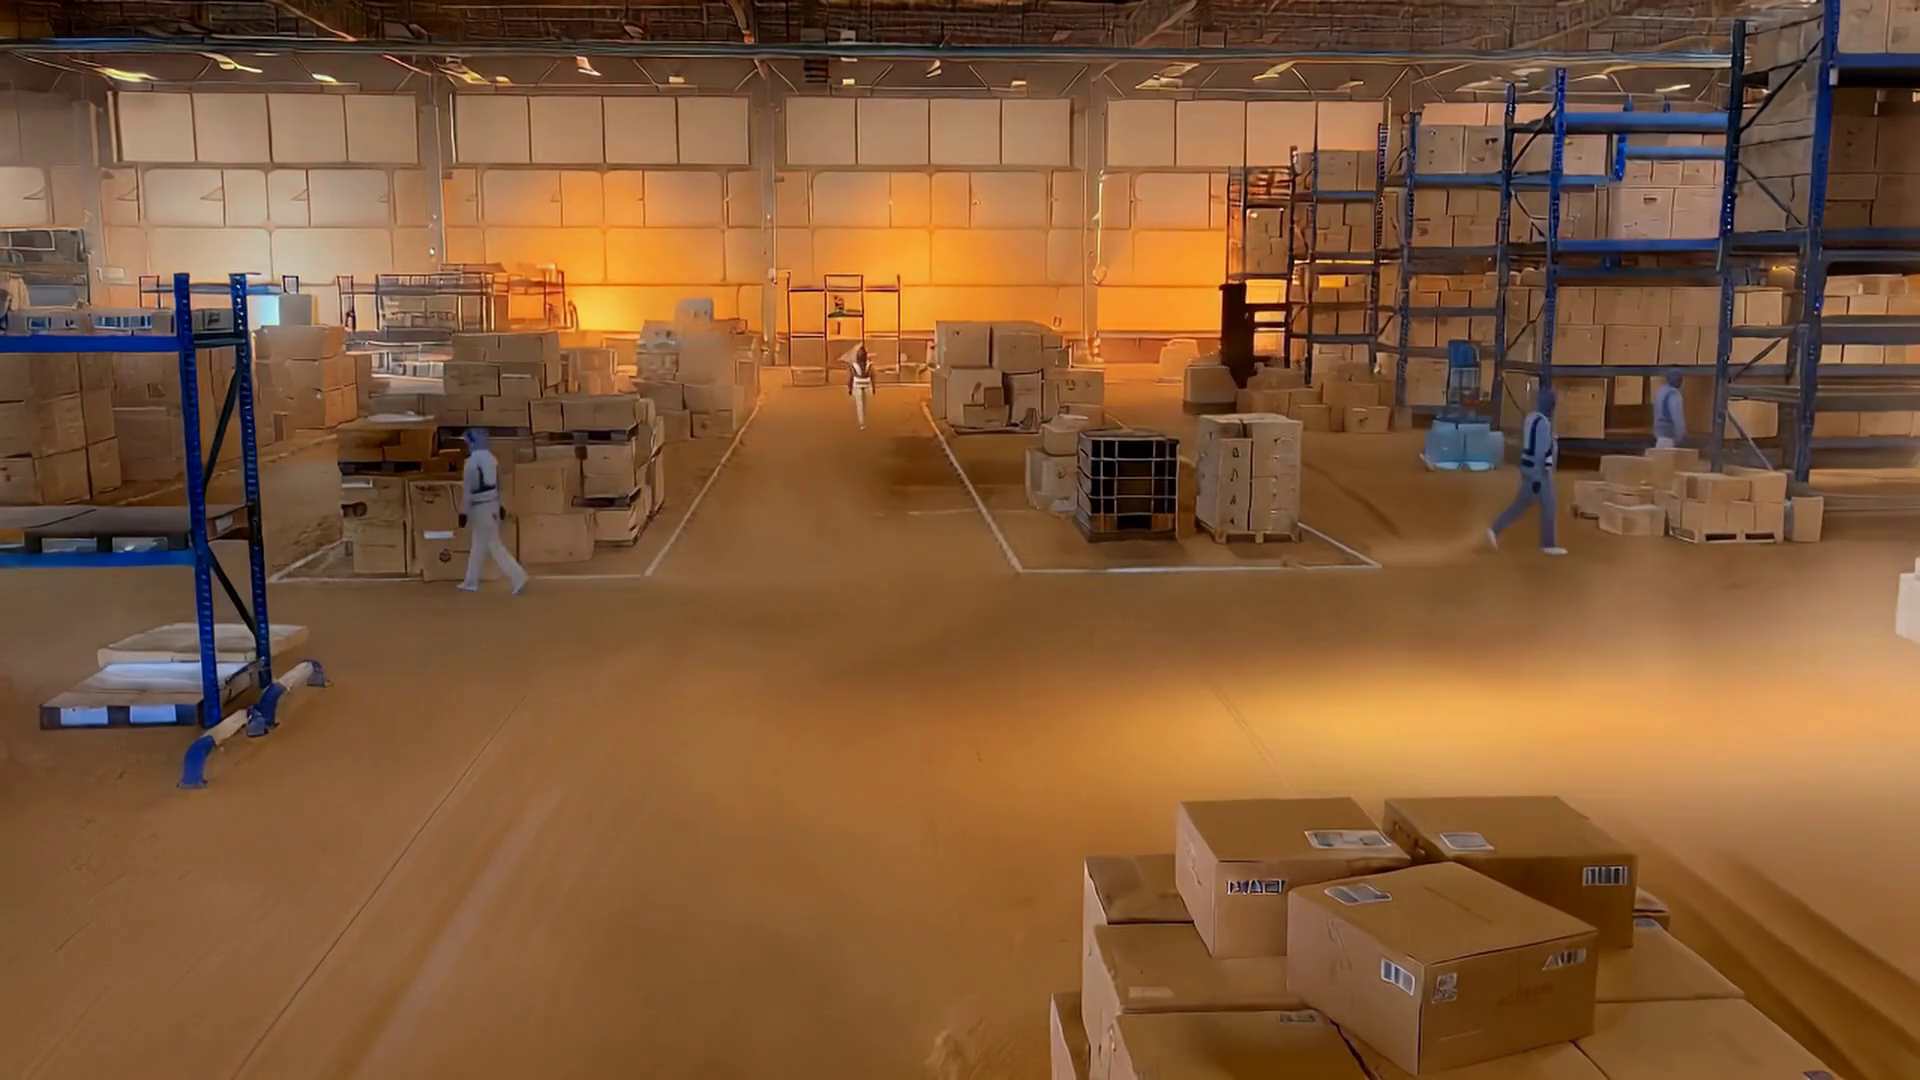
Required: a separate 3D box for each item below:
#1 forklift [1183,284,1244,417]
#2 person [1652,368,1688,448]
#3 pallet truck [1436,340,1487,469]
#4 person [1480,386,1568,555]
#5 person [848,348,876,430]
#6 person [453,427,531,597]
[{"bbox_3d":[5.785,-4.066,35.561,1.873,2.768,1.129,0,9,-1],"label":"forklift"},{"bbox_3d":[9.304,-1.370,21.977,0.805,1.814,0.628,0,9,2],"label":"person"},{"bbox_3d":[8.004,-2.170,26.422,0.823,1.965,1.885,2,9,14],"label":"pallet truck"},{"bbox_3d":[6.118,-0.740,17.923,0.869,1.856,0.595,0,9,2],"label":"person"},{"bbox_3d":[-1.915,-2.973,32.714,0.534,1.589,0.858,-2,9,-14],"label":"person"},{"bbox_3d":[-4.448,-0.273,15.724,0.818,1.605,0.537,2,9,13],"label":"person"}]
